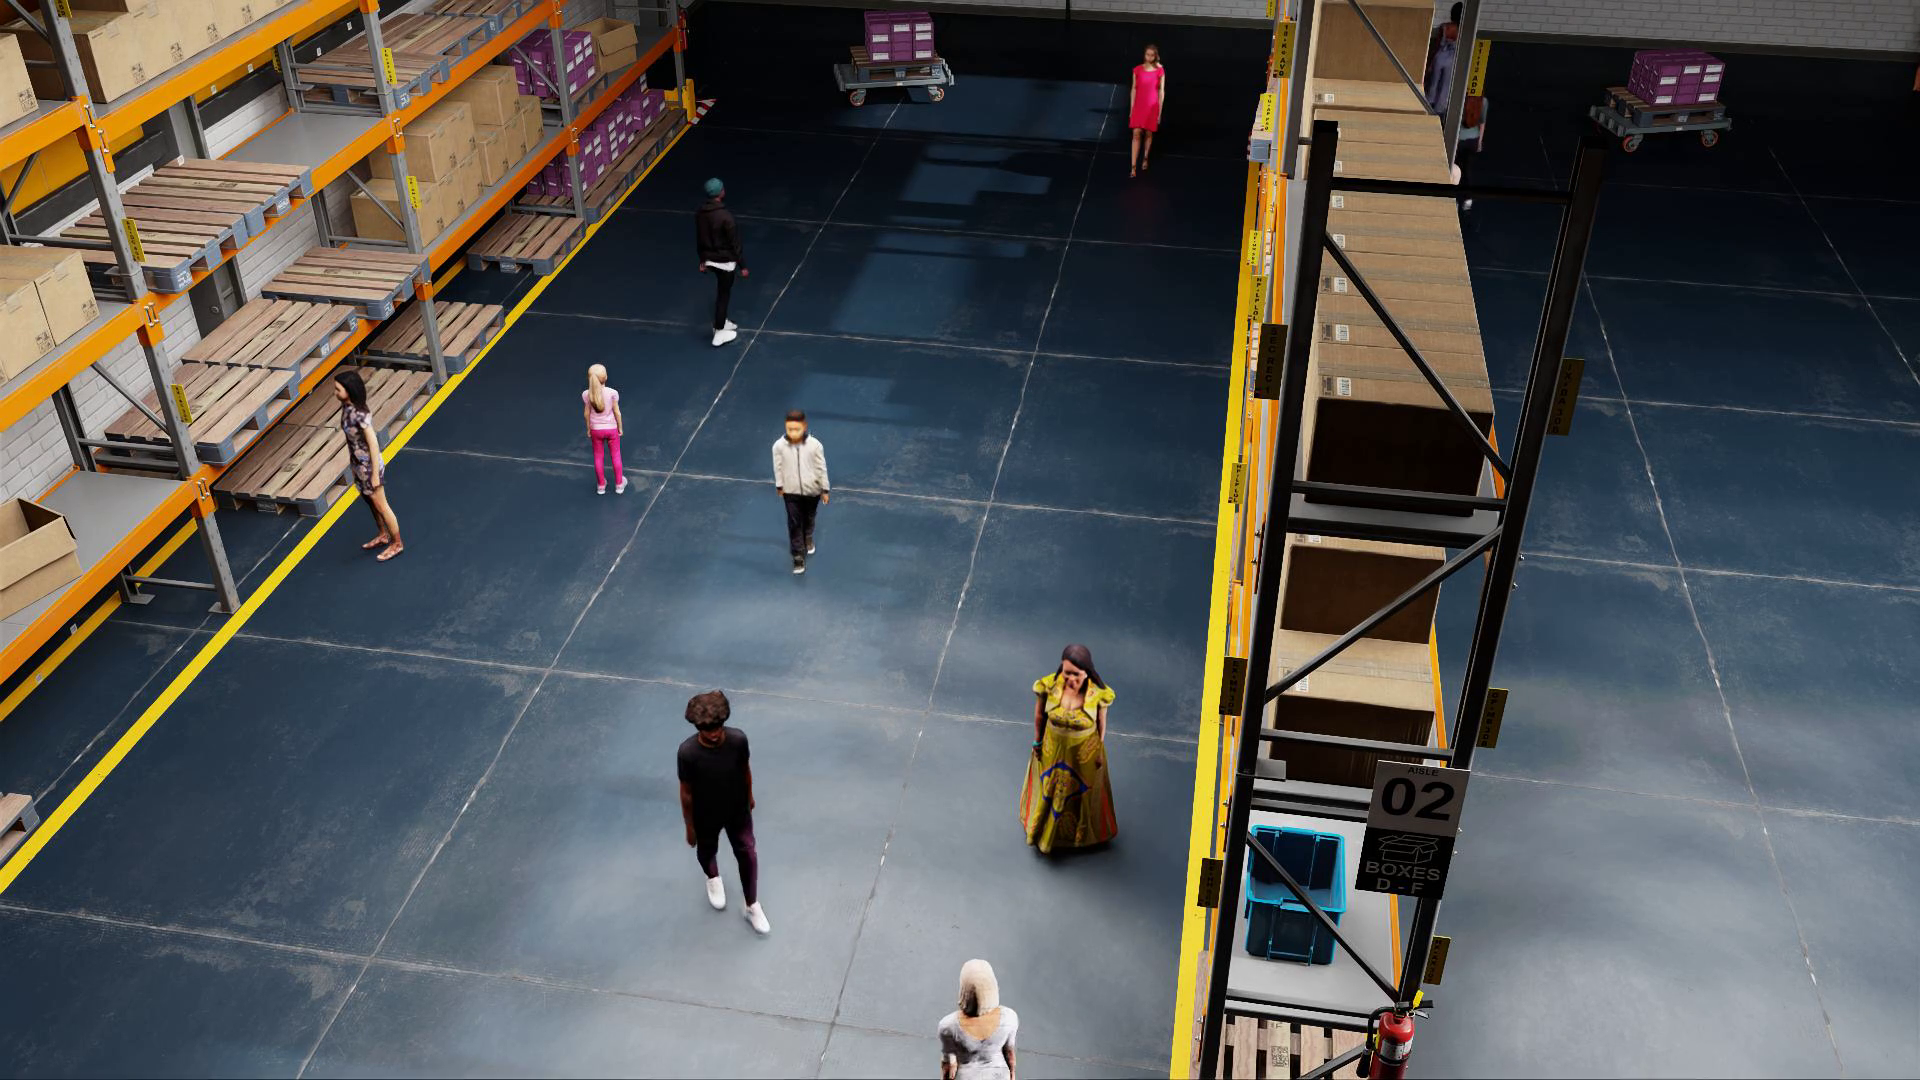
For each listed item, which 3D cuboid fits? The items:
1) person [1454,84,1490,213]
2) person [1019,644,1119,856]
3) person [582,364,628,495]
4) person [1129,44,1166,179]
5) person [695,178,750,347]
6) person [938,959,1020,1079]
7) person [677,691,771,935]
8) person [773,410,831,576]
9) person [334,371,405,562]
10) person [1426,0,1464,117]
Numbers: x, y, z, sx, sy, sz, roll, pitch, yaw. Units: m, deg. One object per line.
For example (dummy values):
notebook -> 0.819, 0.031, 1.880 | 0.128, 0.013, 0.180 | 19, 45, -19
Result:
person -> 6.121, -4.738, 20.069 | 0.710, 1.733, 0.848 | -4, 34, -7
person -> 0.724, 1.360, 10.962 | 0.858, 1.660, 0.776 | 3, 34, 5
person -> -3.183, -0.999, 14.860 | 0.536, 1.273, 0.576 | -4, 34, -5
person -> 2.398, -5.529, 21.294 | 0.576, 1.696, 0.953 | 6, 34, 9
person -> -2.540, -2.842, 17.154 | 0.817, 1.803, 0.854 | 26, 42, 34
person -> 0.120, 2.886, 8.609 | 0.816, 1.723, 1.126 | -5, 34, -8
person -> -1.541, 1.615, 10.489 | 0.893, 1.759, 1.001 | -13, 36, -18
person -> -1.325, -0.472, 13.937 | 0.784, 1.418, 1.001 | -5, 34, -8
person -> -4.948, -0.625, 13.882 | 0.704, 1.733, 0.669 | -25, 41, -33
person -> 6.617, -6.438, 22.680 | 0.715, 1.676, 0.786 | 14, 36, 20
